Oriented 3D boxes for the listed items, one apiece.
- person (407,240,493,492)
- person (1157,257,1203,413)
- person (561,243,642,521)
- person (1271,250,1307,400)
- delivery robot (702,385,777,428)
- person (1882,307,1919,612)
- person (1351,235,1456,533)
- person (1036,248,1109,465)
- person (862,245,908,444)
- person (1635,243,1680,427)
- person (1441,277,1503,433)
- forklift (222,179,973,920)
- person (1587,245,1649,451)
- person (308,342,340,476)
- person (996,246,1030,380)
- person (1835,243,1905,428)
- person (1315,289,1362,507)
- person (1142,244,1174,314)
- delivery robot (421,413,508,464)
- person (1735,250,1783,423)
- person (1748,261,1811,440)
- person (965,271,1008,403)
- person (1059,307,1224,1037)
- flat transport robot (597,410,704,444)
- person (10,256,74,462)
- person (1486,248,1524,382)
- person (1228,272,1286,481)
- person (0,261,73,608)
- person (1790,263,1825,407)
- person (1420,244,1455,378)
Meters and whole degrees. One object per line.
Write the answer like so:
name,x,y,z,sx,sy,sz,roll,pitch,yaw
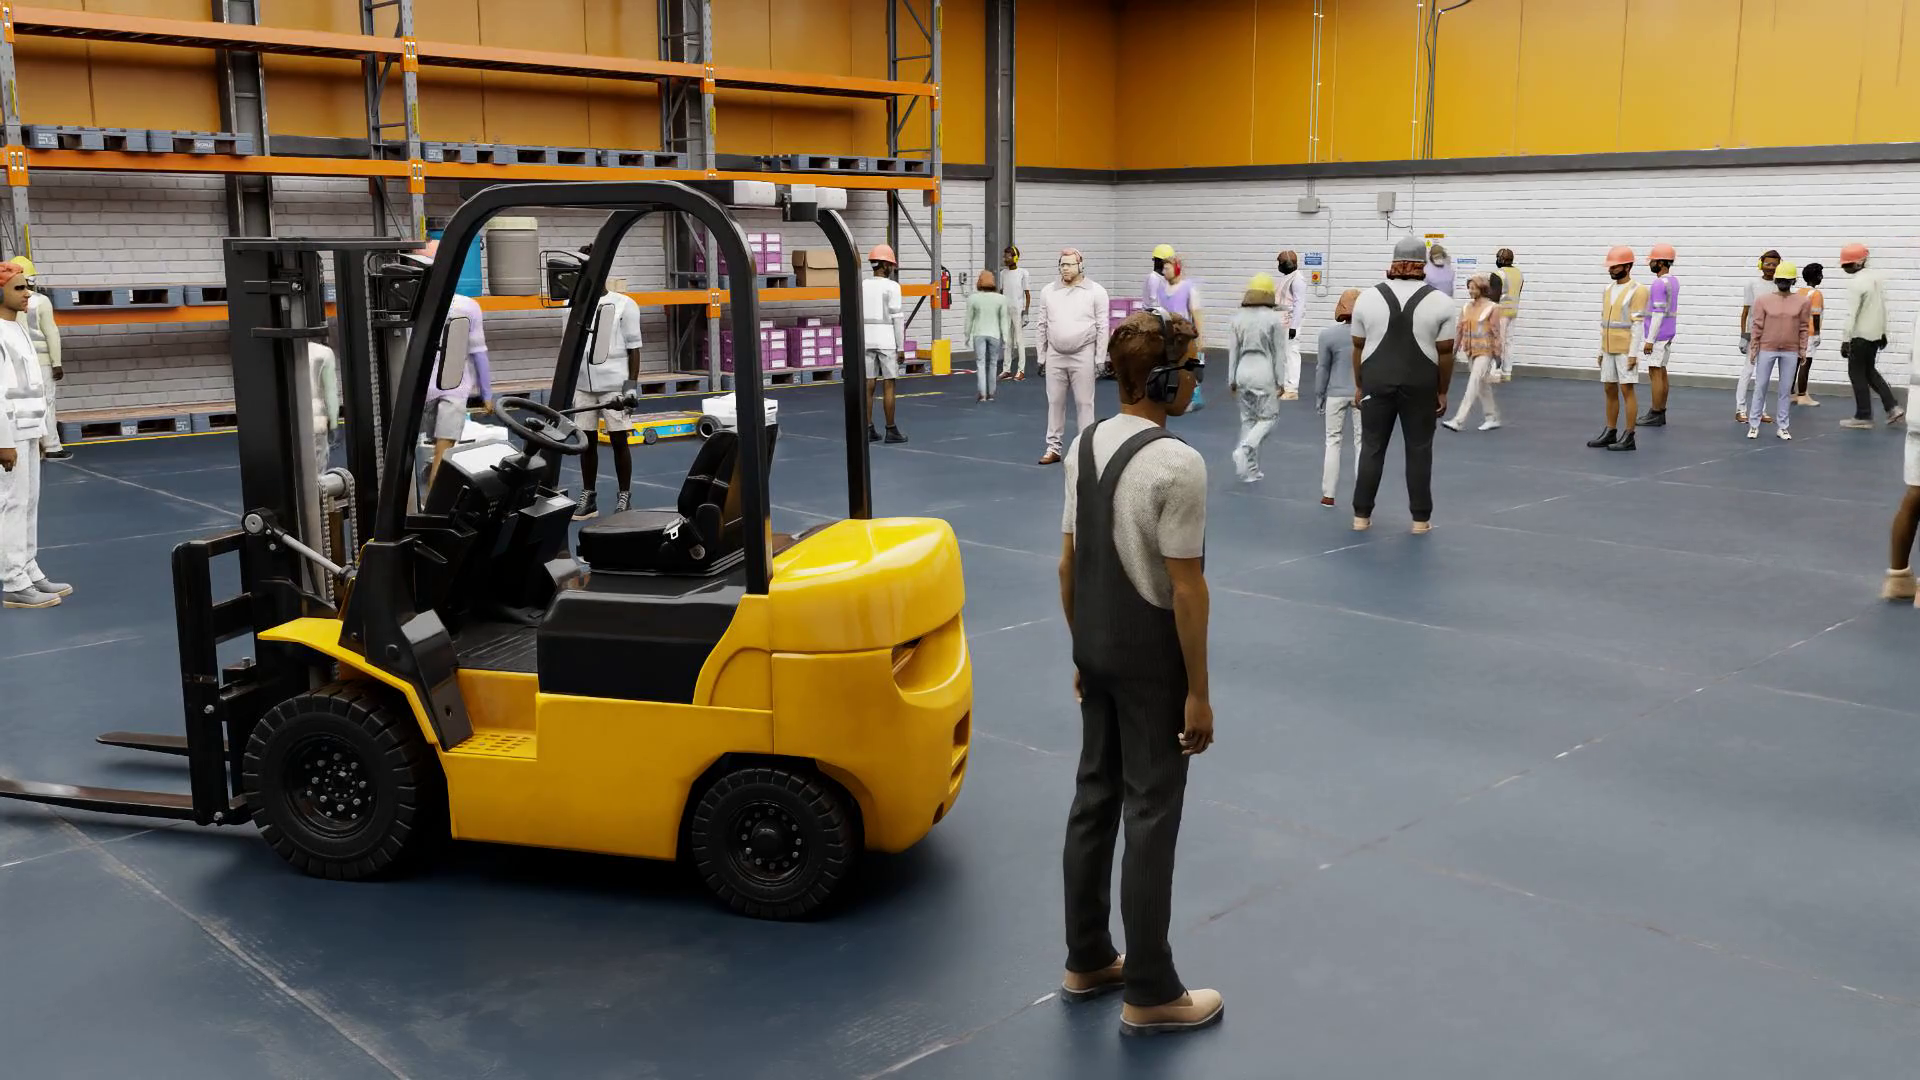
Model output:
person,-3.508,-1.033,11.319,0.628,1.987,1.080,1,10,6
person,2.434,-2.284,18.706,0.998,1.788,0.570,-7,13,-35
person,-2.548,-1.101,11.764,0.609,1.960,0.364,3,11,14
person,4.034,-2.644,20.527,0.429,1.837,0.621,-1,10,-7
delivery robot,-2.154,-1.276,16.298,0.707,0.478,0.477,4,11,21
person,5.313,-0.621,8.937,0.393,2.039,0.615,1,10,7
person,3.029,-1.075,11.405,0.693,2.000,0.537,4,11,20
person,0.968,-1.599,14.632,0.651,1.906,0.404,4,11,20
person,-0.765,-1.904,16.233,0.542,1.929,0.374,6,12,30
person,7.404,-2.173,17.665,0.349,1.942,0.545,8,13,36
person,5.278,-1.899,17.096,0.853,1.589,0.538,-5,11,-23
forklift,-1.114,-0.058,5.440,2.313,2.155,1.214,2,11,13
person,6.199,-1.805,15.697,0.382,1.929,0.538,-4,11,-20
person,-4.256,-0.721,10.692,0.516,1.593,0.873,-4,11,-23
person,0.740,-3.168,23.299,0.535,1.865,0.312,8,13,36
person,9.514,-2.131,17.432,0.670,1.944,0.705,-9,13,-39
person,2.903,-1.047,12.397,0.505,1.629,0.280,2,11,11
person,2.274,-2.432,19.147,0.394,1.916,0.588,1,10,5
delivery robot,-4.090,-0.807,13.746,0.477,0.478,0.707,7,12,33
person,8.681,-2.191,17.975,0.514,1.865,0.327,-1,10,-7
person,8.134,-1.873,16.514,0.528,1.765,0.327,3,11,17
person,0.317,-2.466,20.206,0.517,1.599,0.773,-1,10,-5
person,0.456,0.335,4.252,0.326,1.843,0.517,-7,12,-32
flat transport robot,-2.999,-1.131,16.538,0.652,0.197,1.431,10,14,43
person,-8.307,-1.611,14.884,0.590,1.837,0.404,1,10,6
person,7.472,-3.095,22.965,0.625,1.844,0.429,-8,13,-39
person,2.379,-1.309,13.521,0.486,1.720,0.569,8,13,38
person,-5.153,-0.572,9.090,0.347,1.882,0.584,-3,11,-15
person,10.056,-2.436,19.765,0.322,1.697,0.531,0,10,0
person,6.606,-3.158,23.161,0.659,1.895,0.474,-5,11,-24
